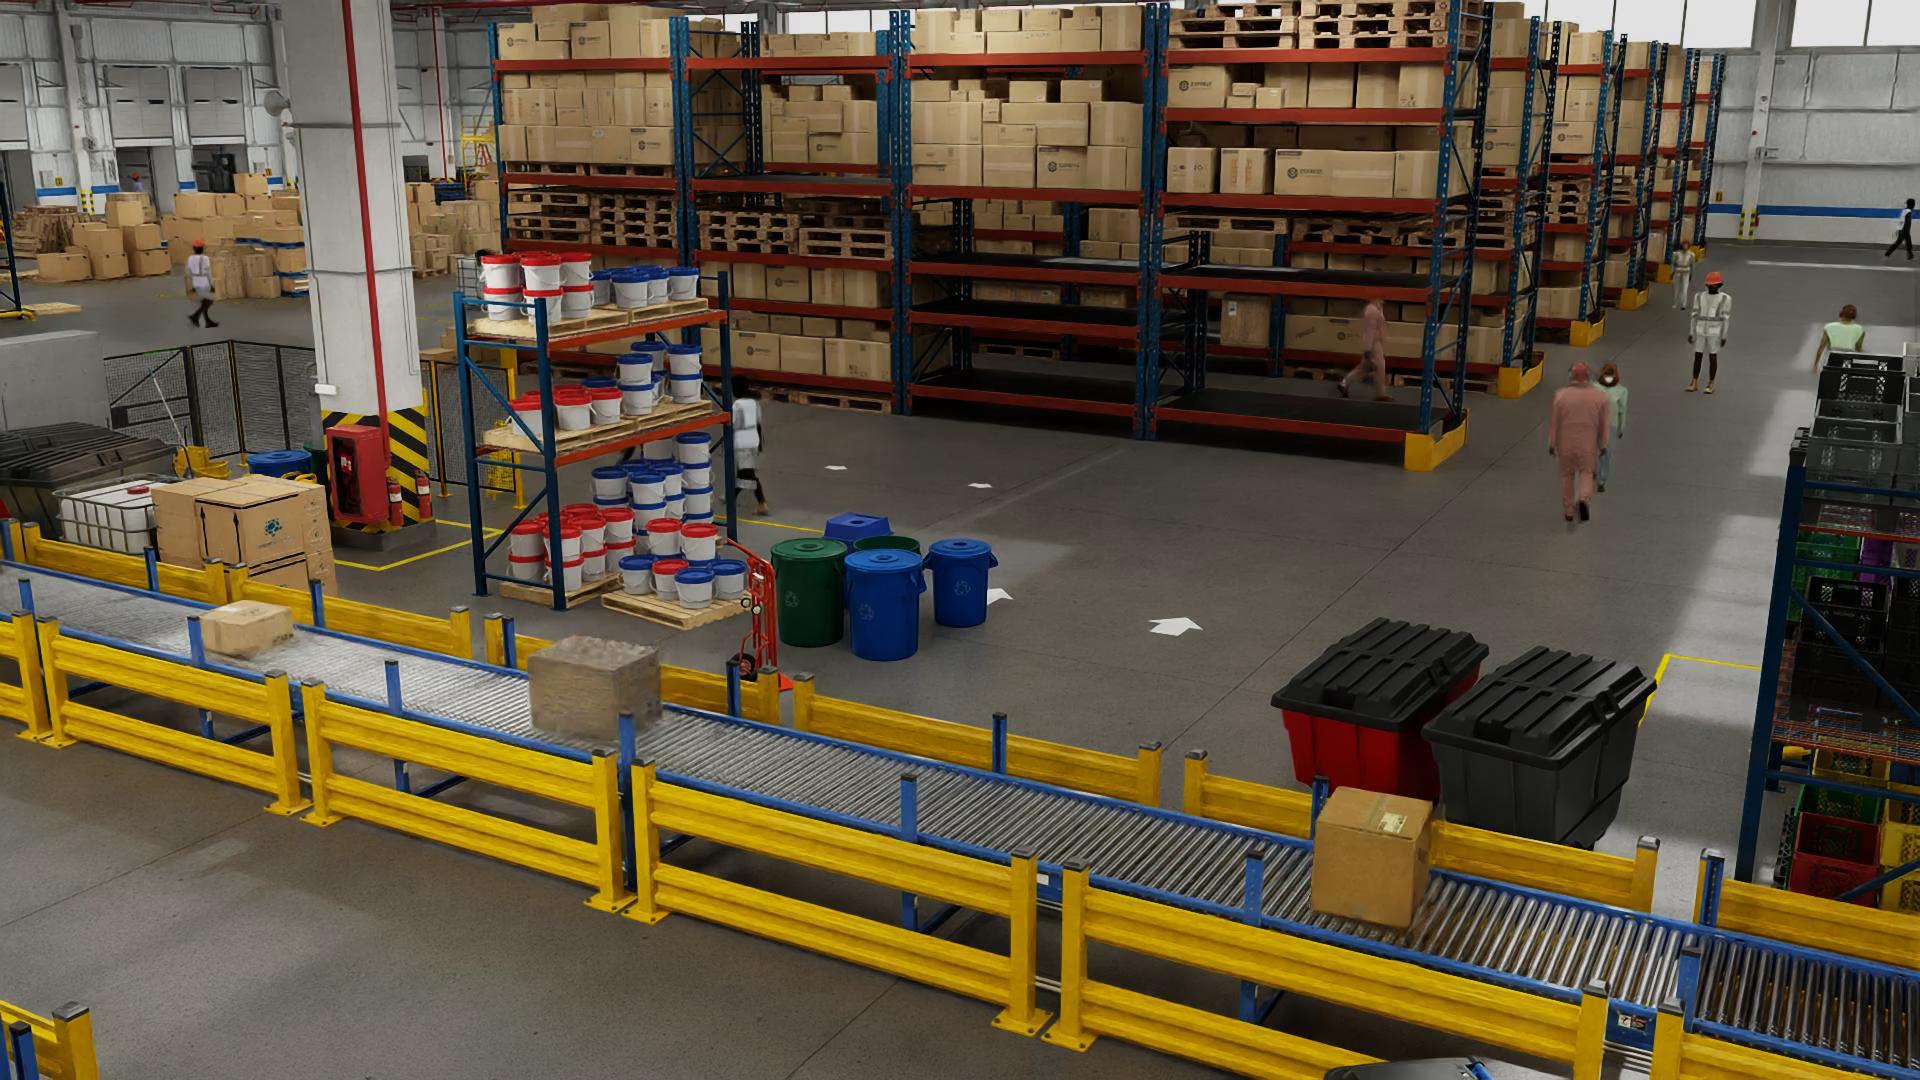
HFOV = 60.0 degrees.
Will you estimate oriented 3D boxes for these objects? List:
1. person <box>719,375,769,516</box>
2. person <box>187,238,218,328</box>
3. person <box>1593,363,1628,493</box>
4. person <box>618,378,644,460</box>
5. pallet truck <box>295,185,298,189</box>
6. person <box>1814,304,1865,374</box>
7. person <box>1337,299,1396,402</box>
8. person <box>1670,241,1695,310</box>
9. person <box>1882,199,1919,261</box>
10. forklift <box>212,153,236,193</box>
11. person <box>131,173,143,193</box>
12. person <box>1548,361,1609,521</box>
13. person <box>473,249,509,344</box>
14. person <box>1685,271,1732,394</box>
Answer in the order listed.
[{"bbox_3d":[-2.573,-1.129,19.708,0.889,1.648,0.542,9,17,30],"label":"person"},{"bbox_3d":[-16.197,-5.452,35.436,0.565,1.925,0.652,7,16,23],"label":"person"},{"bbox_3d":[8.114,-1.449,20.967,0.508,1.607,0.737,6,16,21],"label":"person"},{"bbox_3d":[-4.125,-1.537,21.185,0.539,1.686,0.442,5,16,19],"label":"person"},{"bbox_3d":[-26.804,-14.617,69.738,1.885,1.965,0.823,-14,20,-42],"label":"pallet truck"},{"bbox_3d":[13.272,-2.645,25.112,0.607,1.805,0.802,5,16,19],"label":"person"},{"bbox_3d":[6.642,-3.186,27.032,0.897,1.871,0.646,3,15,11],"label":"person"},{"bbox_3d":[16.788,-6.154,38.712,0.528,1.589,0.895,6,16,20],"label":"person"},{"bbox_3d":[28.498,-9.364,50.217,0.988,1.878,0.598,5,16,18],"label":"person"},{"bbox_3d":[-26.967,-12.815,61.276,1.873,2.768,1.129,4,15,13],"label":"forklift"},{"bbox_3d":[-32.848,-13.755,66.652,0.705,1.916,0.556,-11,18,-35],"label":"person"},{"bbox_3d":[7.135,-1.122,19.230,0.679,1.877,0.527,5,16,18],"label":"person"},{"bbox_3d":[-9.195,-4.731,32.698,0.674,1.943,0.662,-2,15,-7],"label":"person"},{"bbox_3d":[12.457,-3.456,27.696,0.614,2.040,0.384,14,21,43],"label":"person"}]
